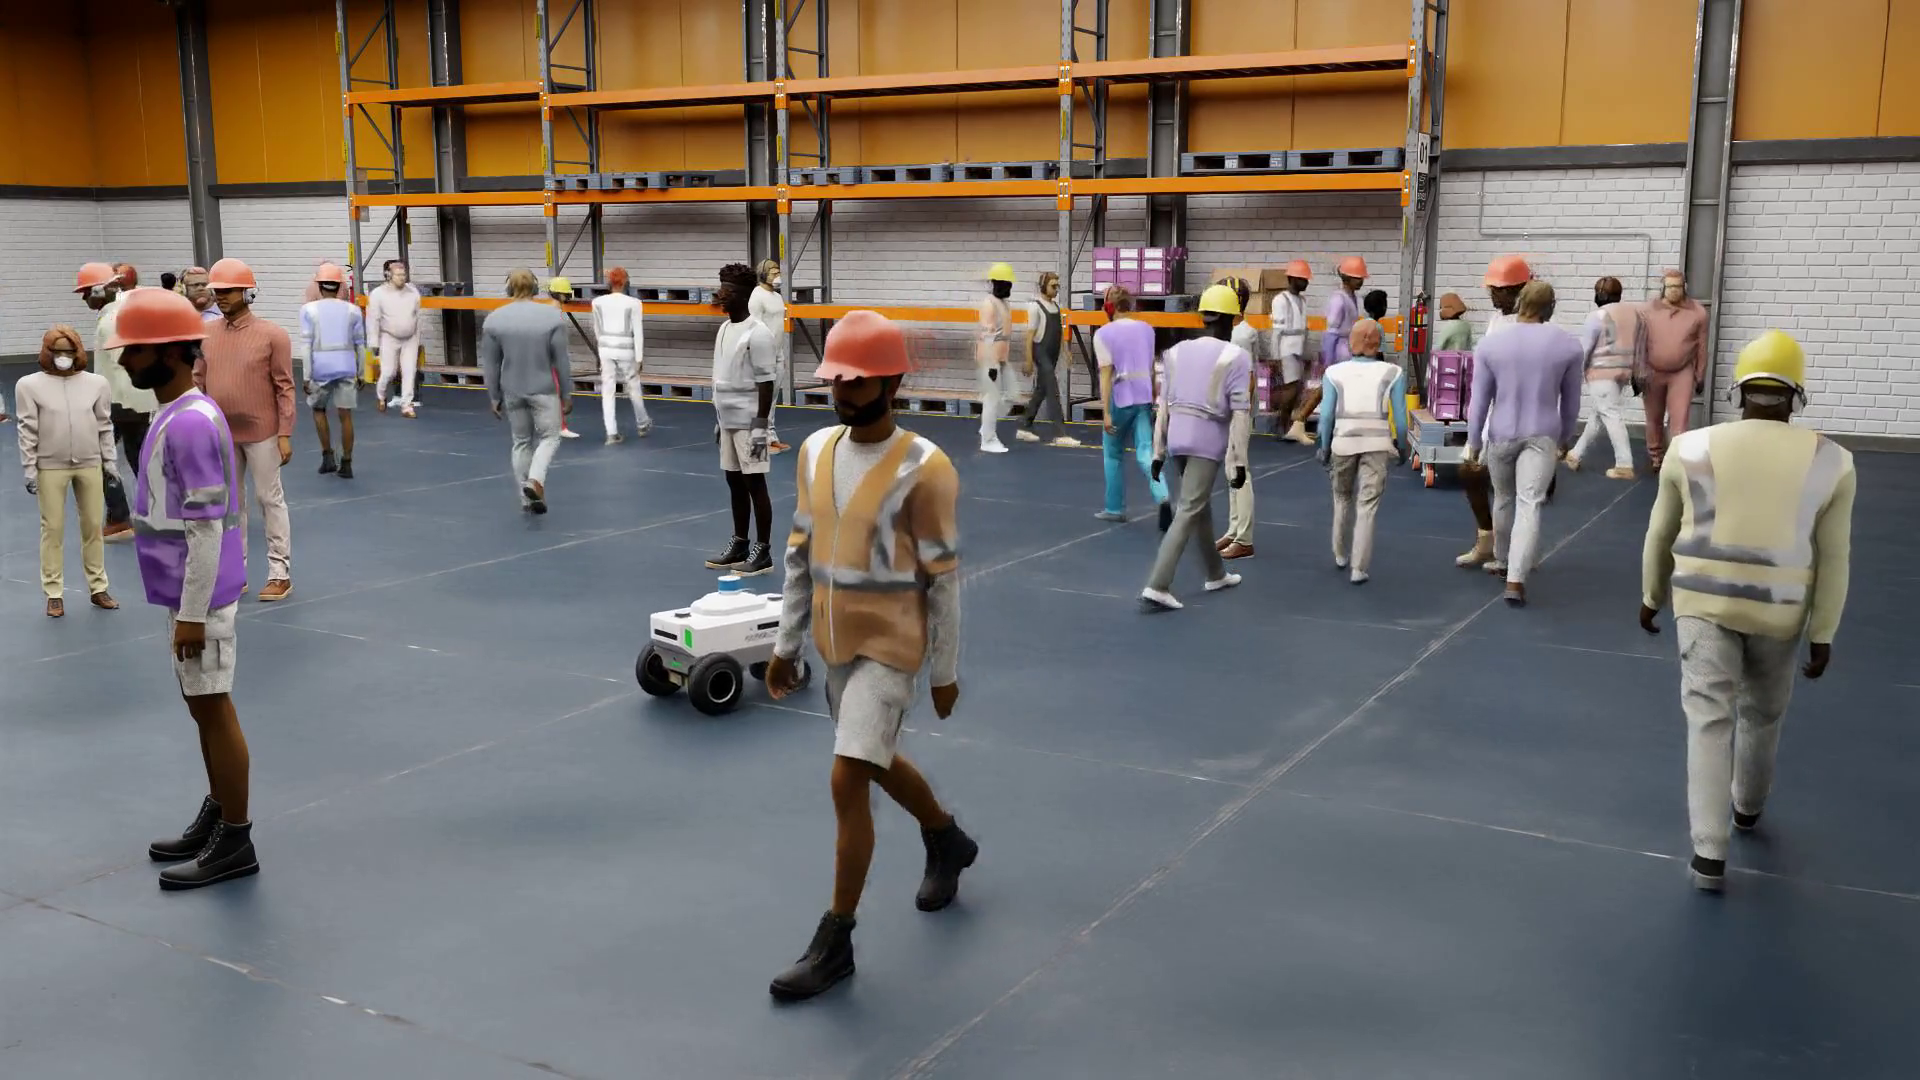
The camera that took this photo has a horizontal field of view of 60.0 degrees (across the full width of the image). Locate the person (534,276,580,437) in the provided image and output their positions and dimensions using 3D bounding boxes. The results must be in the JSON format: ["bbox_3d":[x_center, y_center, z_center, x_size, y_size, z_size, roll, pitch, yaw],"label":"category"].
[{"bbox_3d":[-4.346,-1.951,17.862,0.492,1.745,0.589,1,10,3],"label":"person"}]

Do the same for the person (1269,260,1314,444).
[{"bbox_3d":[3.478,-1.951,17.366,0.412,1.921,0.561,9,13,41],"label":"person"}]

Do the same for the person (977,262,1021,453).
[{"bbox_3d":[0.386,-1.814,16.628,0.423,1.908,0.603,4,11,20],"label":"person"}]

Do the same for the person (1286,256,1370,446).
[{"bbox_3d":[3.862,-1.905,16.992,1.093,1.978,0.623,3,10,17],"label":"person"}]

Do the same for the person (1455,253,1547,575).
[{"bbox_3d":[3.390,-0.772,10.411,0.531,2.017,0.619,-2,10,-14],"label":"person"}]

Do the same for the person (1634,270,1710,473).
[{"bbox_3d":[6.337,-1.474,14.899,0.643,1.847,1.018,4,11,24],"label":"person"}]

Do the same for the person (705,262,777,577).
[{"bbox_3d":[-1.383,-0.758,10.496,0.362,1.966,0.611,-7,12,-35],"label":"person"}]

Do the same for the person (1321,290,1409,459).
[{"bbox_3d":[3.919,-1.591,16.085,0.855,1.658,0.536,1,10,7],"label":"person"}]

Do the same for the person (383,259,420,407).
[{"bbox_3d":[-7.255,-2.666,21.501,0.539,1.894,0.583,3,10,15],"label":"person"}]

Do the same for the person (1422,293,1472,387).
[{"bbox_3d":[4.767,-1.601,16.265,0.457,1.616,0.499,10,14,43],"label":"person"}]

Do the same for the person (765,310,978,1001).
[{"bbox_3d":[-0.221,0.278,4.842,0.546,1.901,0.959,9,13,42],"label":"person"}]

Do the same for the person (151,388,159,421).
[{"bbox_3d":[-6.214,-1.082,13.342,0.797,1.599,0.531,-7,12,-35],"label":"person"}]

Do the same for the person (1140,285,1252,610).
[{"bbox_3d":[1.371,-0.544,9.636,1.064,1.857,0.601,-9,14,-42],"label":"person"}]

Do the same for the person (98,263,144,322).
[{"bbox_3d":[-11.492,-2.885,22.900,0.627,1.840,0.429,-7,12,-34],"label":"person"}]

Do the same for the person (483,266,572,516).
[{"bbox_3d":[-3.281,-1.108,12.610,0.642,1.919,0.568,0,10,0],"label":"person"}]

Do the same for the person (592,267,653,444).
[{"bbox_3d":[-3.600,-1.971,17.725,0.584,1.828,0.992,1,10,5],"label":"person"}]

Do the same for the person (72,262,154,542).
[{"bbox_3d":[-5.934,-0.963,11.716,0.685,1.954,0.599,-2,10,-13],"label":"person"}]

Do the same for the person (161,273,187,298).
[{"bbox_3d":[-11.911,-3.170,24.993,0.835,1.654,0.552,4,11,22],"label":"person"}]

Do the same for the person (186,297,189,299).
[{"bbox_3d":[-7.614,-1.805,16.794,0.809,1.842,0.535,0,10,3],"label":"person"}]

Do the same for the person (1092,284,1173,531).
[{"bbox_3d":[1.278,-0.971,12.204,0.598,1.801,0.875,-6,12,-31],"label":"person"}]

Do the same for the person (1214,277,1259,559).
[{"bbox_3d":[1.811,-0.797,11.023,0.335,1.861,0.521,0,10,1],"label":"person"}]

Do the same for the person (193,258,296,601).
[{"bbox_3d":[-4.181,-0.634,9.710,0.611,1.996,0.379,1,10,8],"label":"person"}]

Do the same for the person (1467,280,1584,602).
[{"bbox_3d":[3.345,-0.593,9.888,0.623,1.877,1.100,4,11,22],"label":"person"}]

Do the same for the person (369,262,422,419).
[{"bbox_3d":[-6.831,-2.418,20.142,0.639,1.883,0.721,-8,13,-38],"label":"person"}]

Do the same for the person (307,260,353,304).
[{"bbox_3d":[-9.262,-3.178,24.495,0.958,1.869,0.647,7,12,35],"label":"person"}]

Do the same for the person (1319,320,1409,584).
[{"bbox_3d":[2.527,-0.558,10.395,0.527,1.603,0.804,4,11,22],"label":"person"}]

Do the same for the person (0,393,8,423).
[{"bbox_3d":[-11.394,-2.100,19.159,0.500,1.588,0.858,1,10,8],"label":"person"}]

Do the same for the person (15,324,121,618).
[{"bbox_3d":[-5.007,-0.392,9.368,0.499,1.633,0.279,-9,14,-42],"label":"person"}]

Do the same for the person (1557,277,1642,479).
[{"bbox_3d":[5.779,-1.468,15.019,0.645,1.785,0.974,-6,11,-29],"label":"person"}]

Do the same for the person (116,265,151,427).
[{"bbox_3d":[-9.149,-2.080,18.312,0.830,1.850,0.608,5,11,28],"label":"person"}]

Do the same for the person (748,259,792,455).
[{"bbox_3d":[-1.913,-1.829,16.640,0.372,1.940,0.632,3,10,15],"label":"person"}]

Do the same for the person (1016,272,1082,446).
[{"bbox_3d":[0.912,-1.895,17.464,0.875,1.823,0.518,6,12,31],"label":"person"}]

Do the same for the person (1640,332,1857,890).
[{"bbox_3d":[2.597,0.208,5.544,0.602,1.784,0.921,4,11,21],"label":"person"}]

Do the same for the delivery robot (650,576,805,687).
[{"bbox_3d":[-1.052,0.408,7.626,0.707,0.478,0.477,-9,14,-43],"label":"delivery robot"}]

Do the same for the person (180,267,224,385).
[{"bbox_3d":[-5.728,-1.103,12.614,0.652,1.908,0.409,-2,10,-12],"label":"person"}]

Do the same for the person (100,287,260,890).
[{"bbox_3d":[-2.519,0.158,5.398,0.367,1.935,0.545,-6,11,-29],"label":"person"}]

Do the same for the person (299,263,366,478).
[{"bbox_3d":[-5.626,-1.514,14.917,0.568,1.913,0.604,-6,12,-32],"label":"person"}]
